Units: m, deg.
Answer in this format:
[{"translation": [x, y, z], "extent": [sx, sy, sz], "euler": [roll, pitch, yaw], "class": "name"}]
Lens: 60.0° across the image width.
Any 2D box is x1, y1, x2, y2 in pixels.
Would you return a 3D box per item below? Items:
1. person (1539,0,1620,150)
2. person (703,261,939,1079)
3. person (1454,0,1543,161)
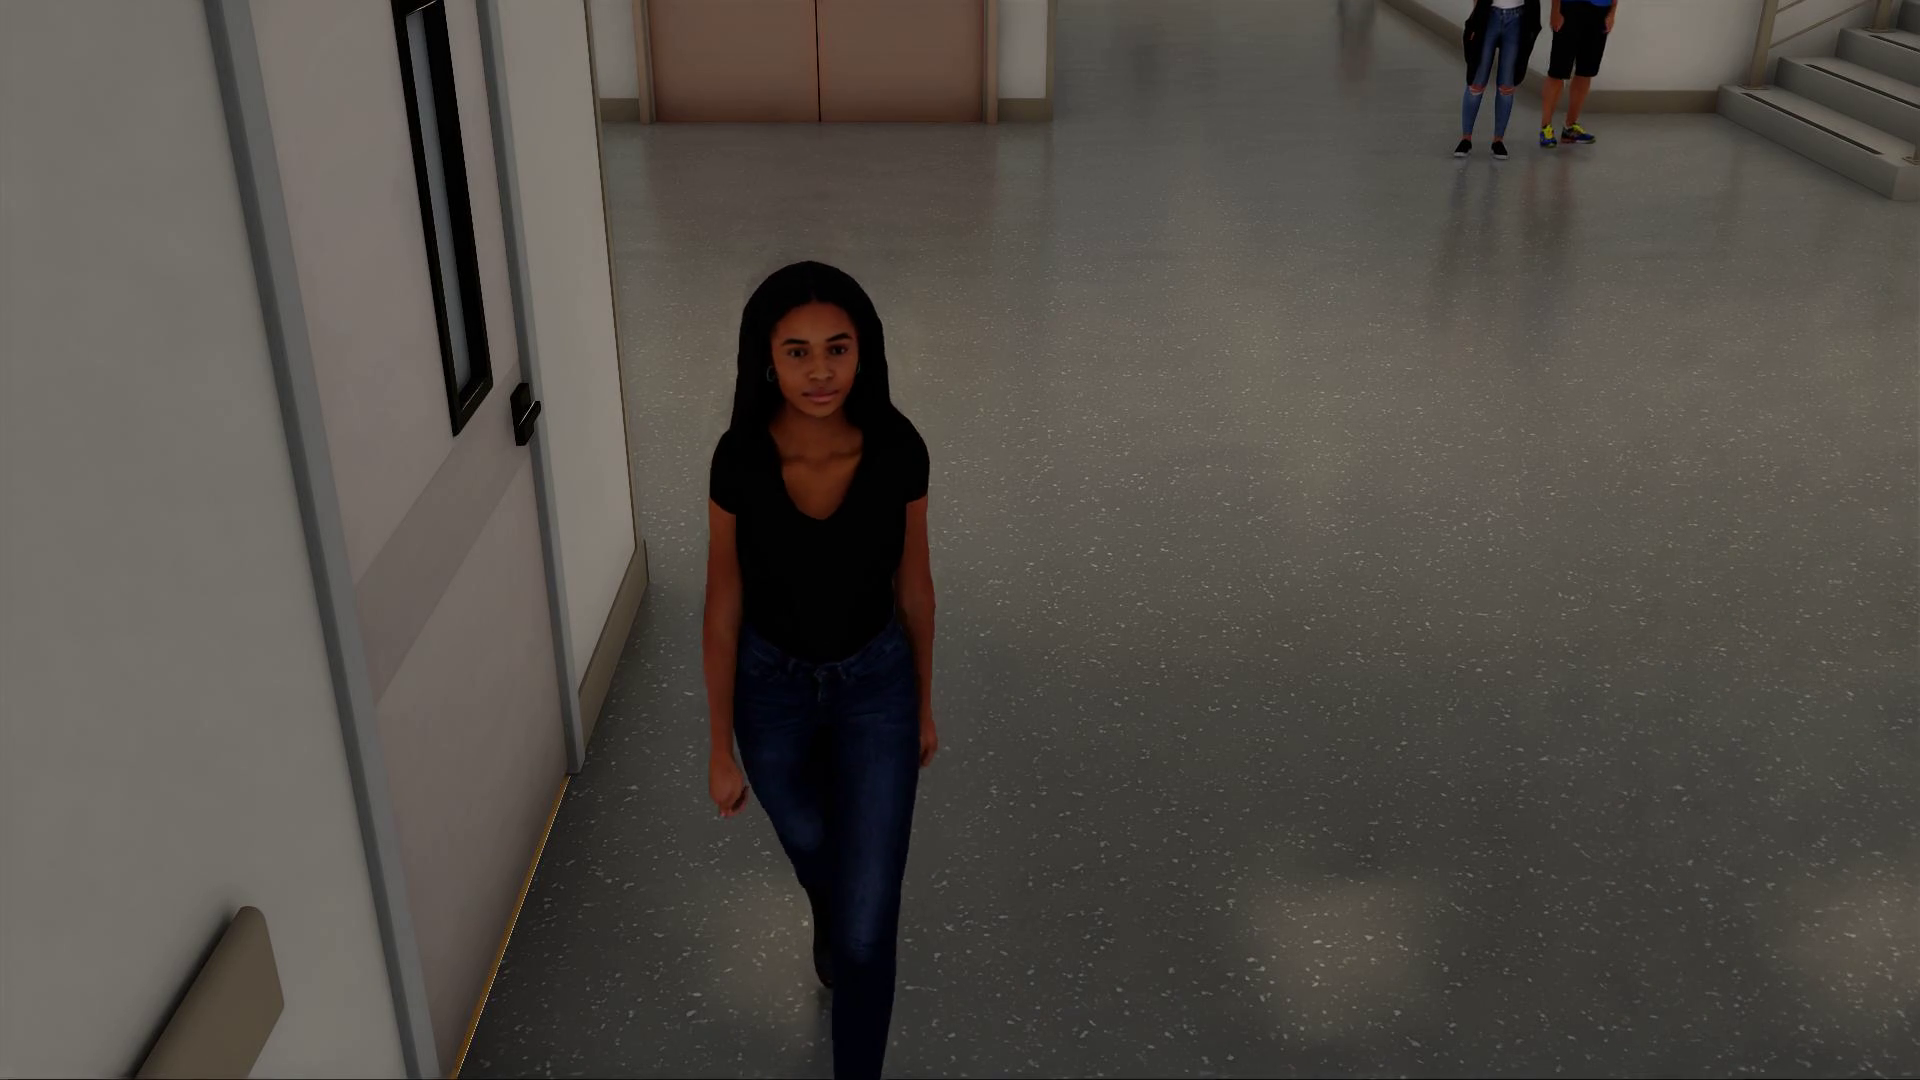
[{"translation": [4.040, -3.474, 10.796], "extent": [0.628, 1.847, 0.674], "euler": [-2, 26, -4], "class": "person"}, {"translation": [-0.264, 0.313, 3.121], "extent": [1.149, 1.691, 0.700], "euler": [-2, 26, -5], "class": "person"}, {"translation": [3.456, -3.289, 10.601], "extent": [0.591, 1.684, 0.747], "euler": [7, 27, 14], "class": "person"}]
